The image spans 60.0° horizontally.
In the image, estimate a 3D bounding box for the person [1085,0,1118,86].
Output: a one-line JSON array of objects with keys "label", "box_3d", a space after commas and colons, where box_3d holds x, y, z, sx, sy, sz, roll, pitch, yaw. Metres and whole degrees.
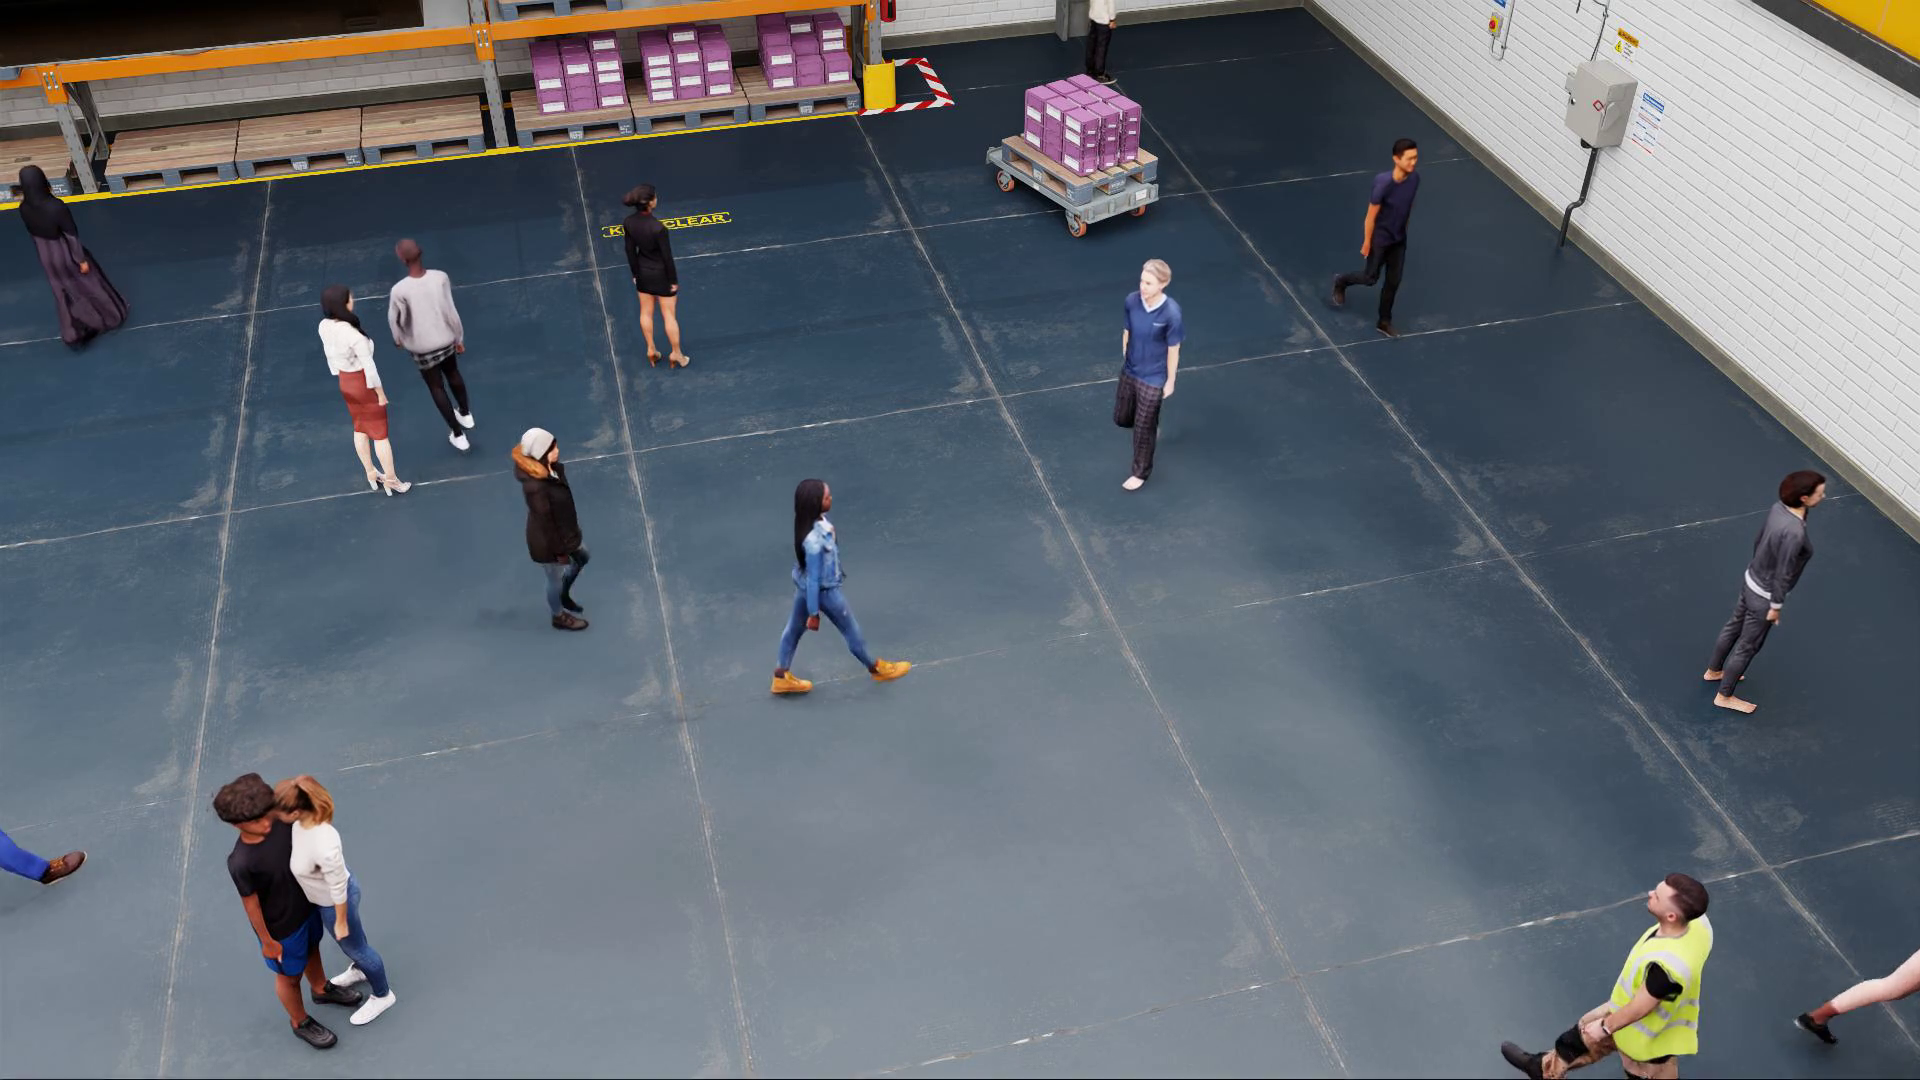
[{"label": "person", "box_3d": [1.543, -5.738, 18.215, 0.567, 1.452, 0.614, -18, 42, -21]}]

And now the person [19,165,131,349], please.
[{"label": "person", "box_3d": [-7.509, -2.346, 13.834, 1.001, 1.619, 0.915, 5, 39, 6]}]

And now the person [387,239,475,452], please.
[{"label": "person", "box_3d": [-3.978, -1.450, 12.605, 0.887, 1.752, 0.891, -23, 44, -26]}]

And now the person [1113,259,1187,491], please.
[{"label": "person", "box_3d": [1.423, -1.260, 12.282, 0.903, 1.858, 0.982, 26, 45, 29]}]

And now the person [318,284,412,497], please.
[{"label": "person", "box_3d": [-4.370, -1.086, 12.150, 0.663, 1.751, 0.715, 21, 43, 25]}]

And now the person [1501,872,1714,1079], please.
[{"label": "person", "box_3d": [3.305, 2.319, 7.854, 1.259, 1.790, 1.204, 21, 43, 24]}]

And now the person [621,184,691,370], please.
[{"label": "person", "box_3d": [-2.481, -2.130, 13.546, 0.676, 1.641, 0.746, 14, 41, 16]}]

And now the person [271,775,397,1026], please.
[{"label": "person", "box_3d": [-3.220, 1.811, 8.538, 0.652, 1.733, 0.677, -25, 45, -28]}]

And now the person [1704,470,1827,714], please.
[{"label": "person", "box_3d": [5.039, 0.296, 10.407, 0.648, 1.767, 0.676, 5, 39, 6]}]

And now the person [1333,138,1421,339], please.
[{"label": "person", "box_3d": [3.535, -2.588, 14.014, 1.013, 1.772, 0.863, -19, 42, -22]}]

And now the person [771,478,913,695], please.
[{"label": "person", "box_3d": [-0.989, 0.340, 10.429, 1.155, 1.671, 0.685, -7, 39, -8]}]

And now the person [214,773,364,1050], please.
[{"label": "person", "box_3d": [-3.432, 1.861, 8.427, 0.700, 1.793, 0.696, 9, 39, 11]}]

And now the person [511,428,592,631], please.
[{"label": "person", "box_3d": [-2.754, -0.058, 10.963, 0.702, 1.627, 0.692, 3, 39, 4]}]
